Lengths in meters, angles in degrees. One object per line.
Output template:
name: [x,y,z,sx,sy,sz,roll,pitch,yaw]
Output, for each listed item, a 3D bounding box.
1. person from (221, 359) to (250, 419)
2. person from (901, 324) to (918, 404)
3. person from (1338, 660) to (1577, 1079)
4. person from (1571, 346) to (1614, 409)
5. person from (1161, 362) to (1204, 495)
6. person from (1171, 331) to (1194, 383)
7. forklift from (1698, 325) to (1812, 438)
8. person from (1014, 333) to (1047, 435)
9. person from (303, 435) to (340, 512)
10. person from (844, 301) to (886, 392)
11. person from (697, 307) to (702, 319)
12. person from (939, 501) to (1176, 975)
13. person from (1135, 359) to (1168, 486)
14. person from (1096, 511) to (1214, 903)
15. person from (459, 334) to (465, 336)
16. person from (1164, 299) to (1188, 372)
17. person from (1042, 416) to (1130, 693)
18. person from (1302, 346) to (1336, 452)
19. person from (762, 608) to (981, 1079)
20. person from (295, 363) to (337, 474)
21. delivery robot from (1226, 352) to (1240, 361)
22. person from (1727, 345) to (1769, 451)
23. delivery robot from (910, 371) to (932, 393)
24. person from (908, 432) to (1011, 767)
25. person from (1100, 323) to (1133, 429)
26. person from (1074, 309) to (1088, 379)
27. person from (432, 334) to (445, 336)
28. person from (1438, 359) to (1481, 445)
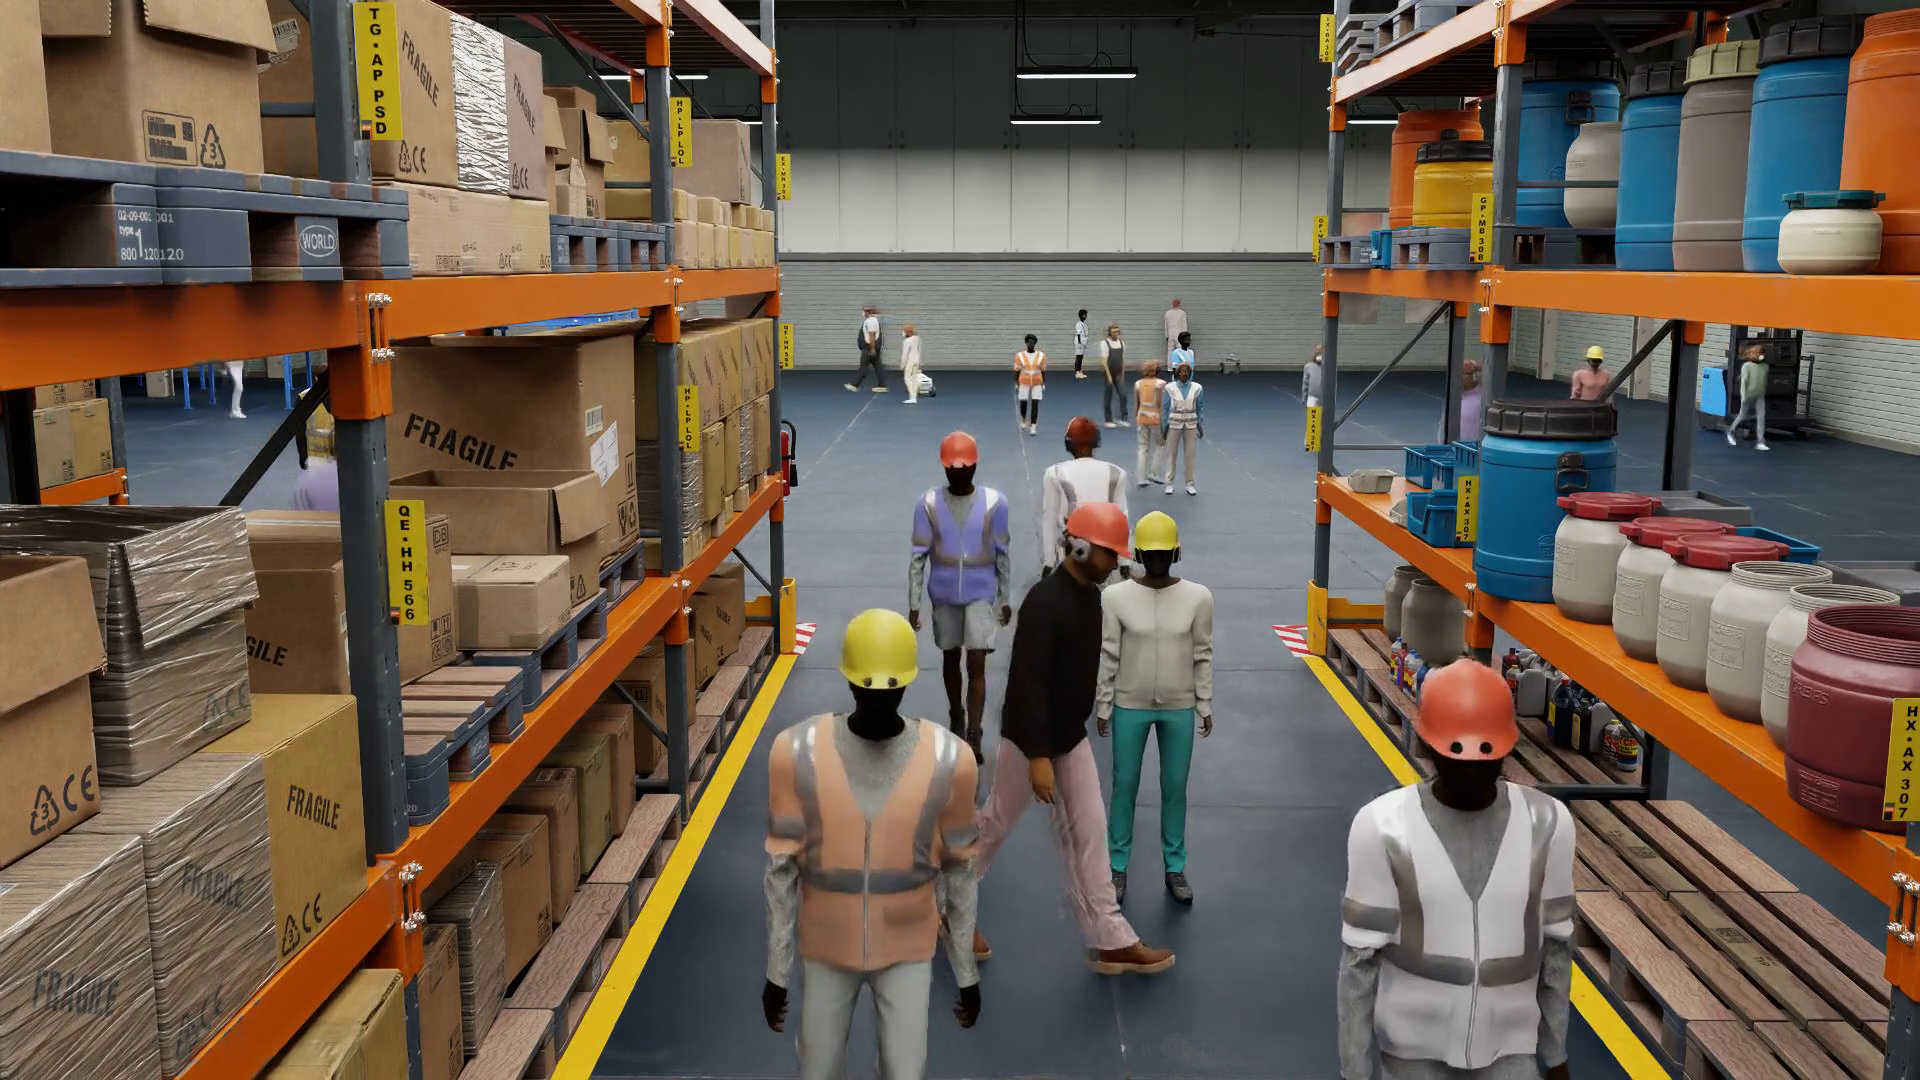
person: [-13.219,-3.148,30.458,0.616,1.853,0.560,3,10,18]
person: [-1.003,-3.555,33.639,0.340,1.614,0.599,5,11,27]
person: [1.206,1.231,4.024,0.586,1.921,0.474,1,10,5]
person: [8.411,-1.699,22.095,0.531,1.756,0.421,-1,10,-5]
person: [2.746,-1.368,20.500,0.542,1.623,0.444,-1,9,-4]
person: [3.755,-2.659,27.997,0.320,1.697,0.532,9,13,43]
forklift: [13.248,-3.165,27.620,1.129,2.768,1.873,0,9,1]
person: [1.174,-2.596,27.667,0.535,1.685,0.401,0,9,-1]
person: [-3.791,0.196,10.322,0.647,1.894,1.013,3,10,17]
person: [-2.078,-4.247,36.611,0.975,2.000,0.707,1,10,6]
person: [-5.698,-4.076,35.787,0.636,1.941,0.401,-5,11,-28]
person: [0.325,0.796,6.679,1.011,1.920,0.754,6,11,33]
person: [2.472,-1.500,21.272,0.530,1.620,0.530,8,12,39]
person: [0.867,0.745,7.408,0.535,1.767,0.315,0,9,-2]
person: [-8.822,-3.080,30.088,0.566,1.841,0.381,0,9,2]
person: [5.646,-5.323,43.314,0.649,1.913,0.409,7,12,36]
person: [0.864,0.121,10.901,0.582,1.857,0.827,-4,10,-23]
person: [5.358,-2.097,24.908,0.526,1.589,0.817,4,10,22]
person: [-0.241,1.128,4.713,0.621,1.942,0.531,0,9,0]
person: [-6.410,-0.883,16.931,0.637,1.842,0.429,-4,10,-25]
delivery robot: [7.039,-4.751,43.018,0.335,0.223,0.698,-1,10,-3]
person: [12.218,-2.224,25.691,0.502,1.608,0.804,-2,10,-11]
delivery robot: [-0.857,-3.384,35.605,0.477,0.478,0.707,-4,10,-20]
person: [-0.010,0.334,9.486,0.579,1.886,0.957,1,10,5]
person: [2.671,-2.797,28.469,0.514,1.812,0.766,-4,10,-25]
person: [2.995,-4.843,41.073,0.322,1.699,0.535,3,10,19]
person: [-8.382,-2.502,26.853,0.523,1.769,0.317,1,10,8]
person: [5.207,-0.925,17.074,0.939,1.871,0.646,-5,11,-29]
